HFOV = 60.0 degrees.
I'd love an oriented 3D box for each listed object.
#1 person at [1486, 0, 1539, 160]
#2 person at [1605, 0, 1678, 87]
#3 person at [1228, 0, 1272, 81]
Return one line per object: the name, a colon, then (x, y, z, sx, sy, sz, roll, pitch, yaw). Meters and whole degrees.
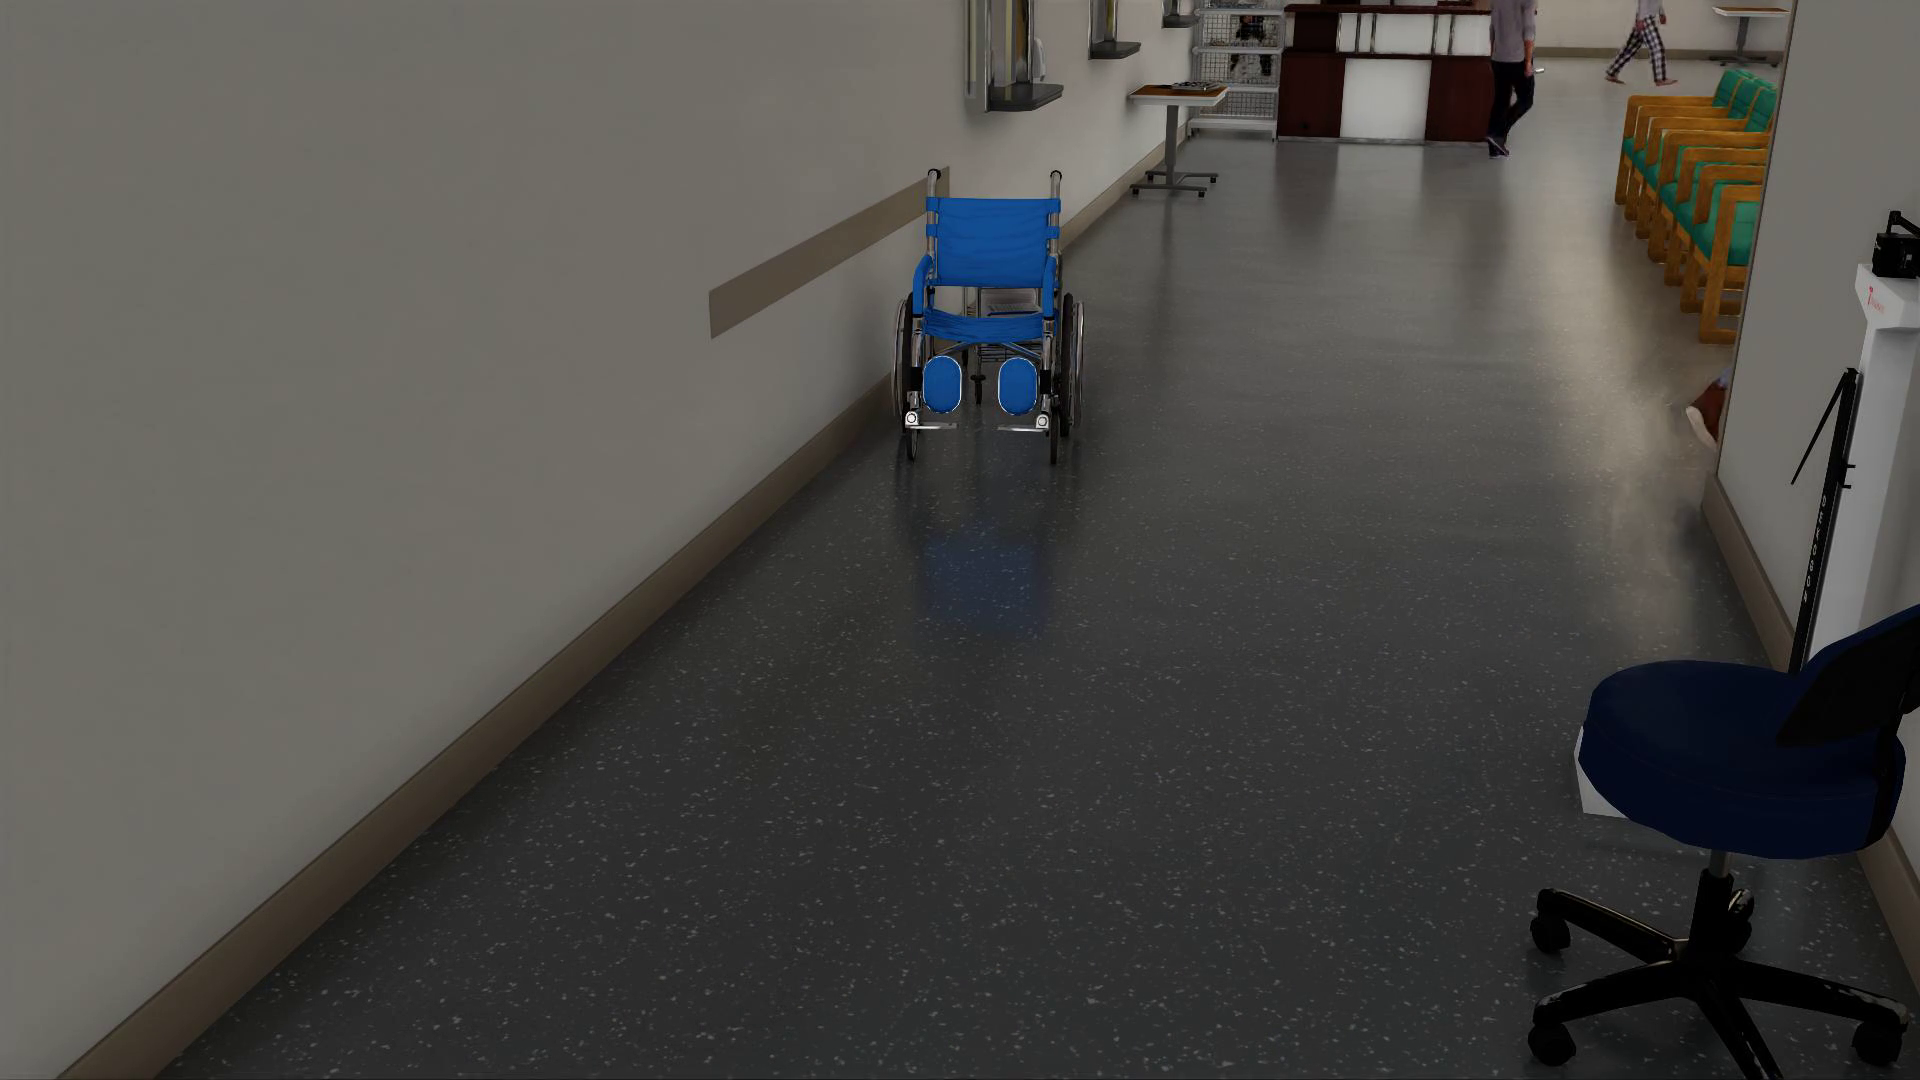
person: (5.081, -4.470, 15.511, 0.899, 1.830, 0.835, -13, 24, -30)
person: (8.994, -6.919, 22.022, 1.206, 1.800, 0.815, 11, 23, 26)
person: (4.089, -7.183, 22.753, 1.183, 1.776, 0.980, -4, 21, -11)
